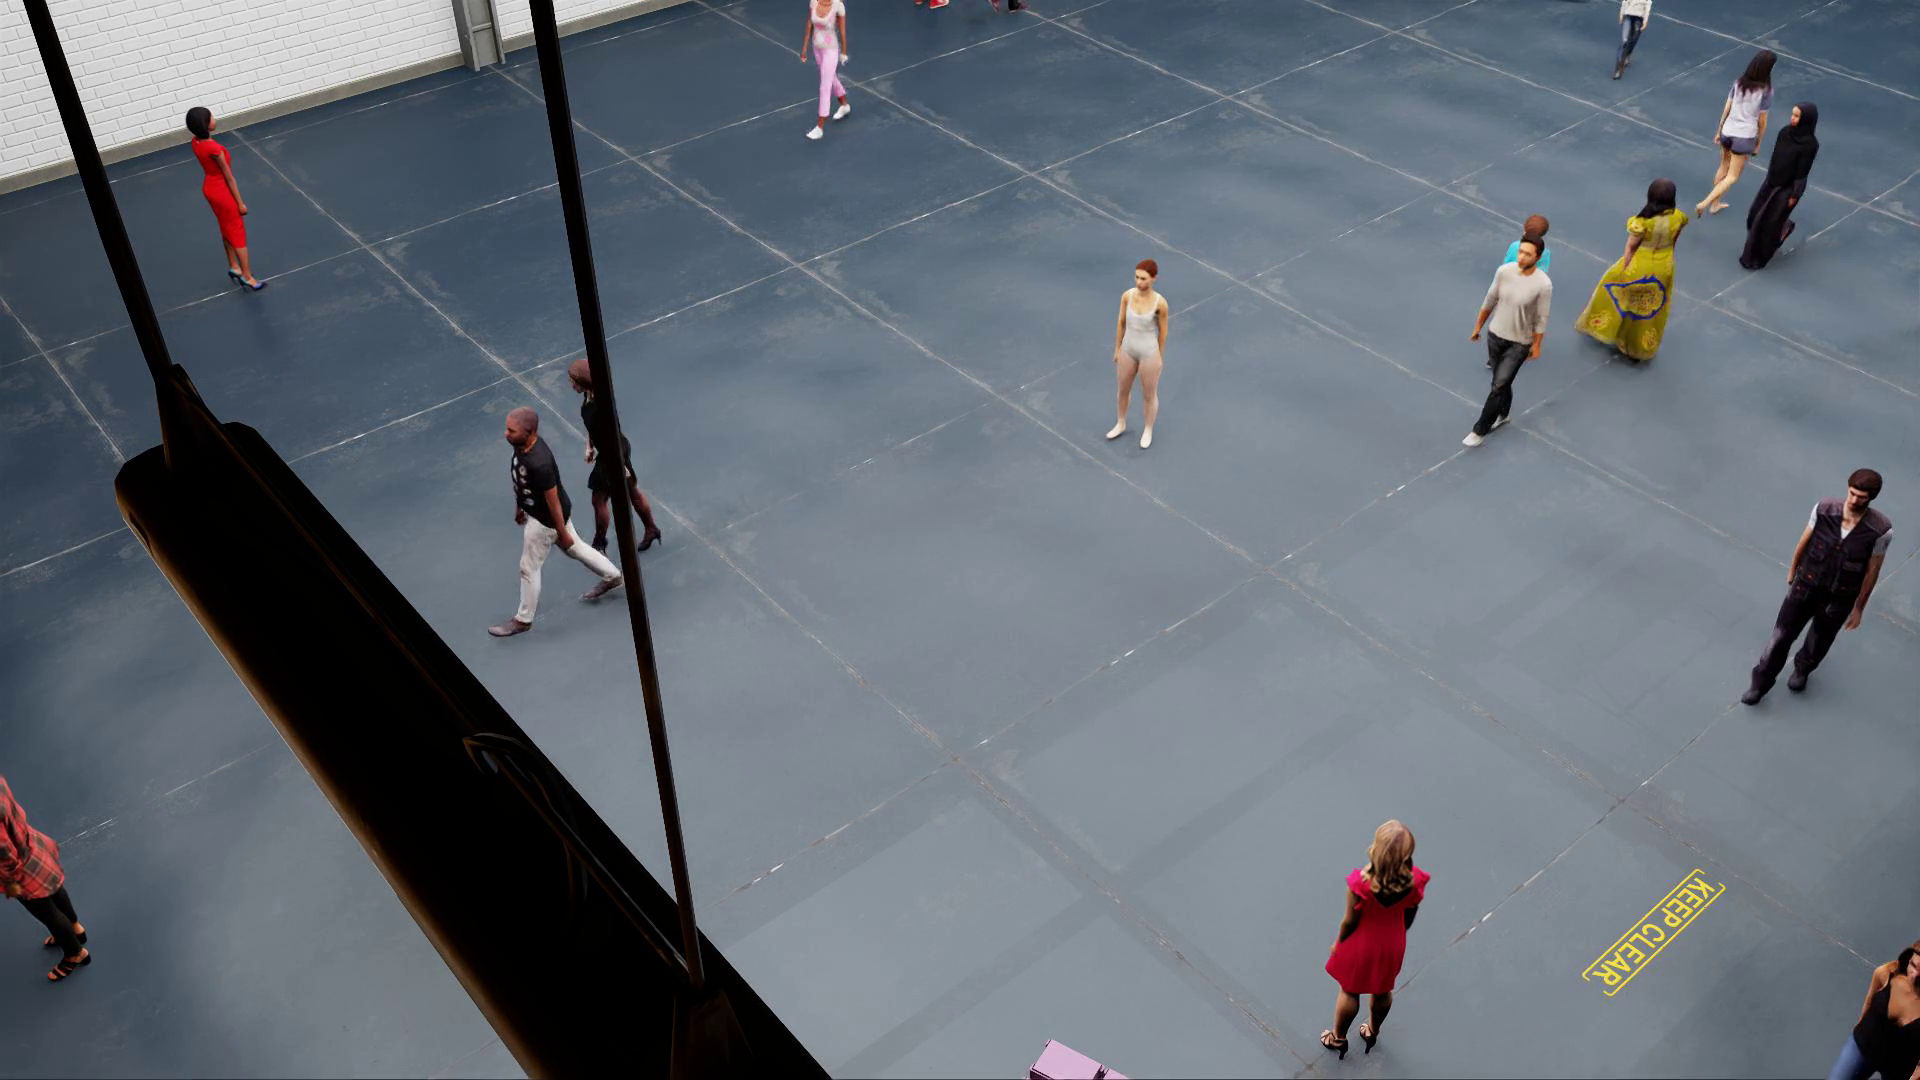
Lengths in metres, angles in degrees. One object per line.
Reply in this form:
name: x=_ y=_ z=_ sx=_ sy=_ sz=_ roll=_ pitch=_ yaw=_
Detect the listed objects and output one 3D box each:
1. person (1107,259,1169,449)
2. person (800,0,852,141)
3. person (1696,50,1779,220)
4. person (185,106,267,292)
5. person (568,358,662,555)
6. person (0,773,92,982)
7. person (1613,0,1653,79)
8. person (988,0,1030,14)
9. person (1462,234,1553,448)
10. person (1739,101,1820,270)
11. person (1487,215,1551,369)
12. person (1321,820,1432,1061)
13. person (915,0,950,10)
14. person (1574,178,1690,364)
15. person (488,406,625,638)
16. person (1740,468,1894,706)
person: x=1.429 y=-1.481 z=13.135 sx=0.616 sy=1.643 sz=0.598 roll=17 pitch=42 yaw=20
person: x=-1.384 y=-5.213 z=17.765 sx=0.776 sy=1.698 sz=1.189 roll=23 pitch=44 yaw=26
person: x=7.460 y=-3.850 z=16.049 sx=0.970 sy=1.709 sz=0.649 roll=-27 pitch=46 yaw=-30
person: x=-6.681 y=-3.088 z=15.068 sx=0.599 sy=1.742 sz=0.550 roll=28 pitch=46 yaw=30
person: x=-2.417 y=-0.602 z=12.014 sx=0.931 sy=1.668 sz=0.772 roll=-14 pitch=41 yaw=-17
person: x=-5.120 y=1.738 z=9.056 sx=0.637 sy=1.703 sz=0.666 roll=-16 pitch=41 yaw=-19
person: x=7.744 y=-5.998 z=19.069 sx=0.743 sy=1.296 sz=0.944 roll=13 pitch=41 yaw=16
person: x=0.584 y=-7.277 z=20.275 sx=0.936 sy=1.790 sz=0.719 roll=-21 pitch=43 yaw=-24
person: x=4.431 y=-1.646 z=13.222 sx=0.912 sy=1.792 sz=0.667 roll=-27 pitch=46 yaw=-30
person: x=7.716 y=-3.310 z=15.461 sx=0.939 sy=1.599 sz=0.770 roll=-15 pitch=41 yaw=-18
person: x=4.776 y=-2.122 z=14.102 sx=0.615 sy=1.438 sz=0.686 roll=25 pitch=45 yaw=28
person: x=2.137 y=2.083 z=8.604 sx=0.631 sy=1.728 sz=0.724 roll=-5 pitch=39 yaw=-7
person: x=-0.401 y=-7.494 z=20.573 sx=0.655 sy=1.756 sz=0.587 roll=30 pitch=47 yaw=32
person: x=5.838 y=-2.240 z=14.088 sx=1.029 sy=1.640 sz=1.092 roll=-2 pitch=39 yaw=-2
person: x=-2.740 y=-0.170 z=11.408 sx=1.313 sy=1.749 sz=0.890 roll=-17 pitch=42 yaw=-21
person: x=5.678 y=0.253 z=10.818 sx=0.798 sy=1.825 sz=0.980 roll=24 pitch=44 yaw=27
